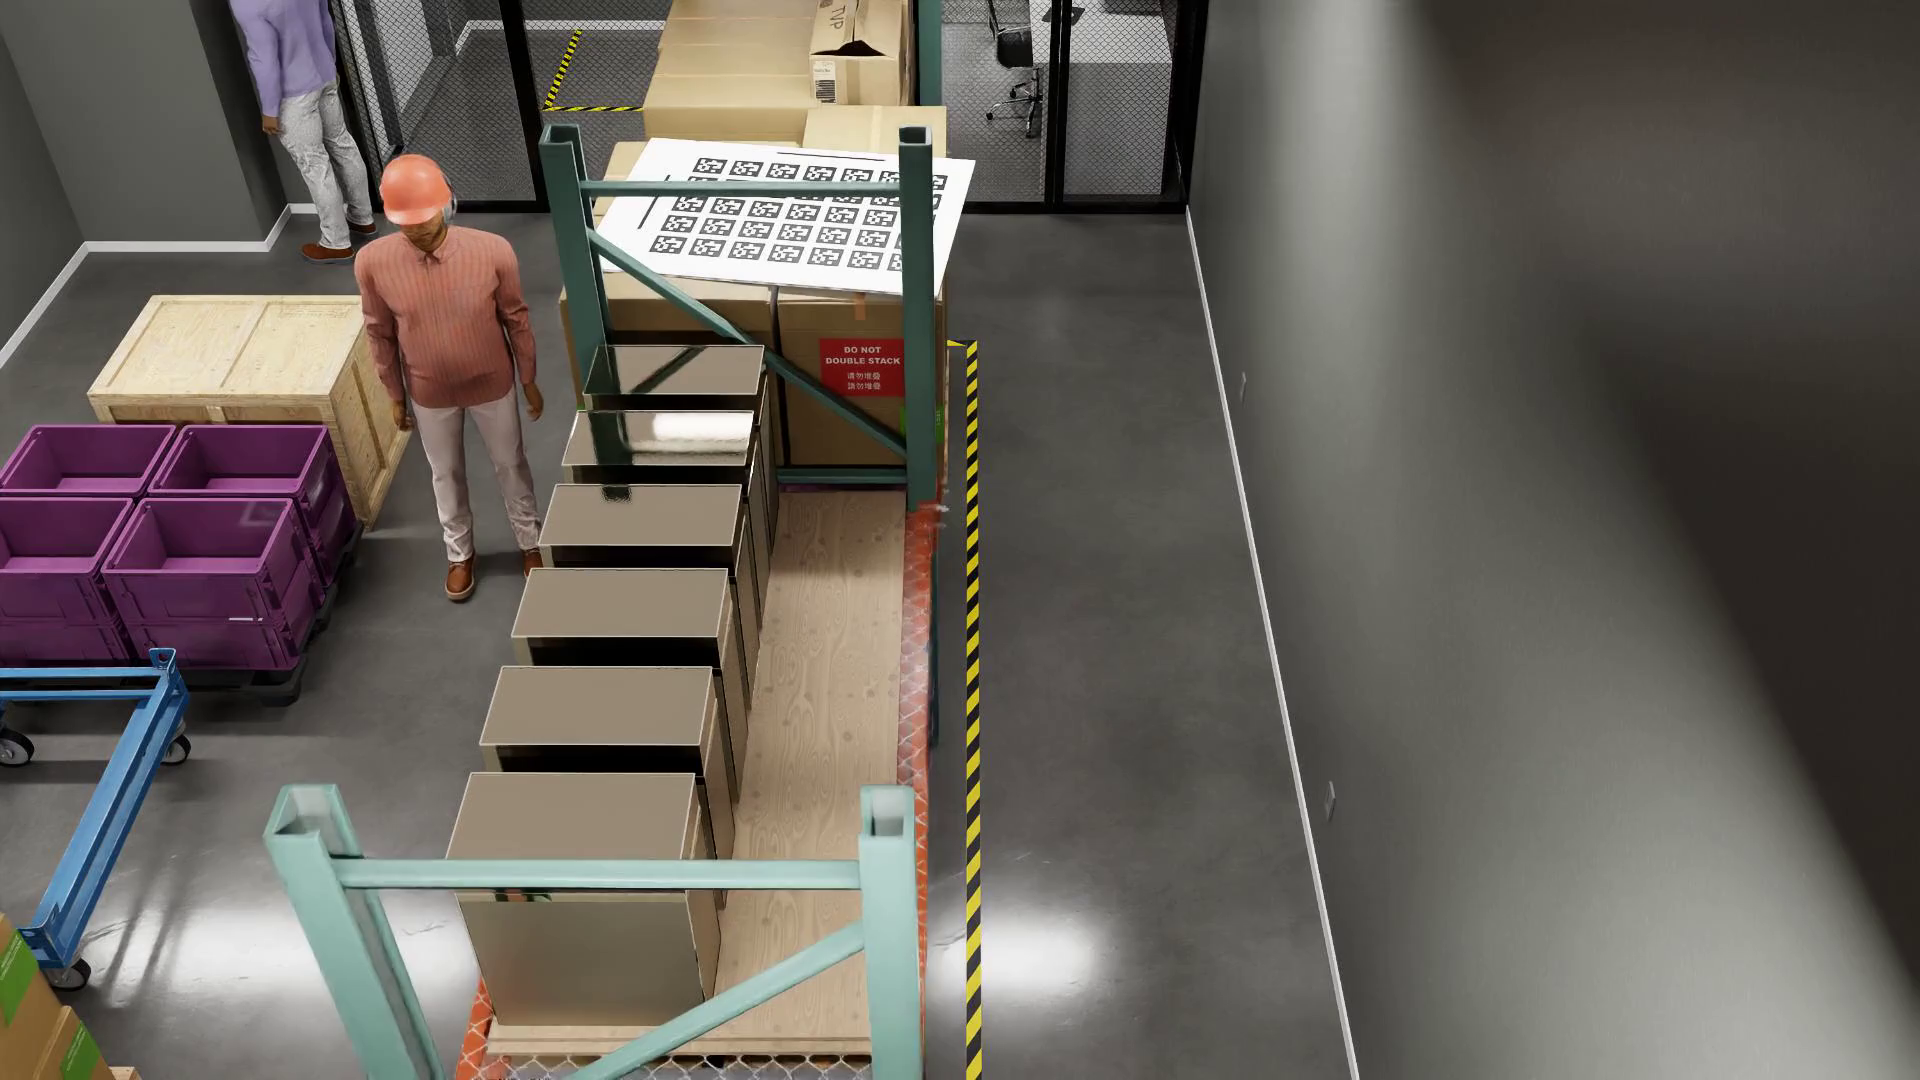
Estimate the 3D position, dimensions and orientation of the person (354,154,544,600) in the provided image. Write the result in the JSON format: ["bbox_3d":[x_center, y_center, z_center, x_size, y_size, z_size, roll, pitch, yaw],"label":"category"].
[{"bbox_3d":[-1.959,-0.614,6.545,0.613,1.995,0.391,-8,42,-9],"label":"person"}]

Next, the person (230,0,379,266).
[{"bbox_3d":[-3.401,-2.343,8.564,0.366,1.939,0.635,11,42,12],"label":"person"}]
